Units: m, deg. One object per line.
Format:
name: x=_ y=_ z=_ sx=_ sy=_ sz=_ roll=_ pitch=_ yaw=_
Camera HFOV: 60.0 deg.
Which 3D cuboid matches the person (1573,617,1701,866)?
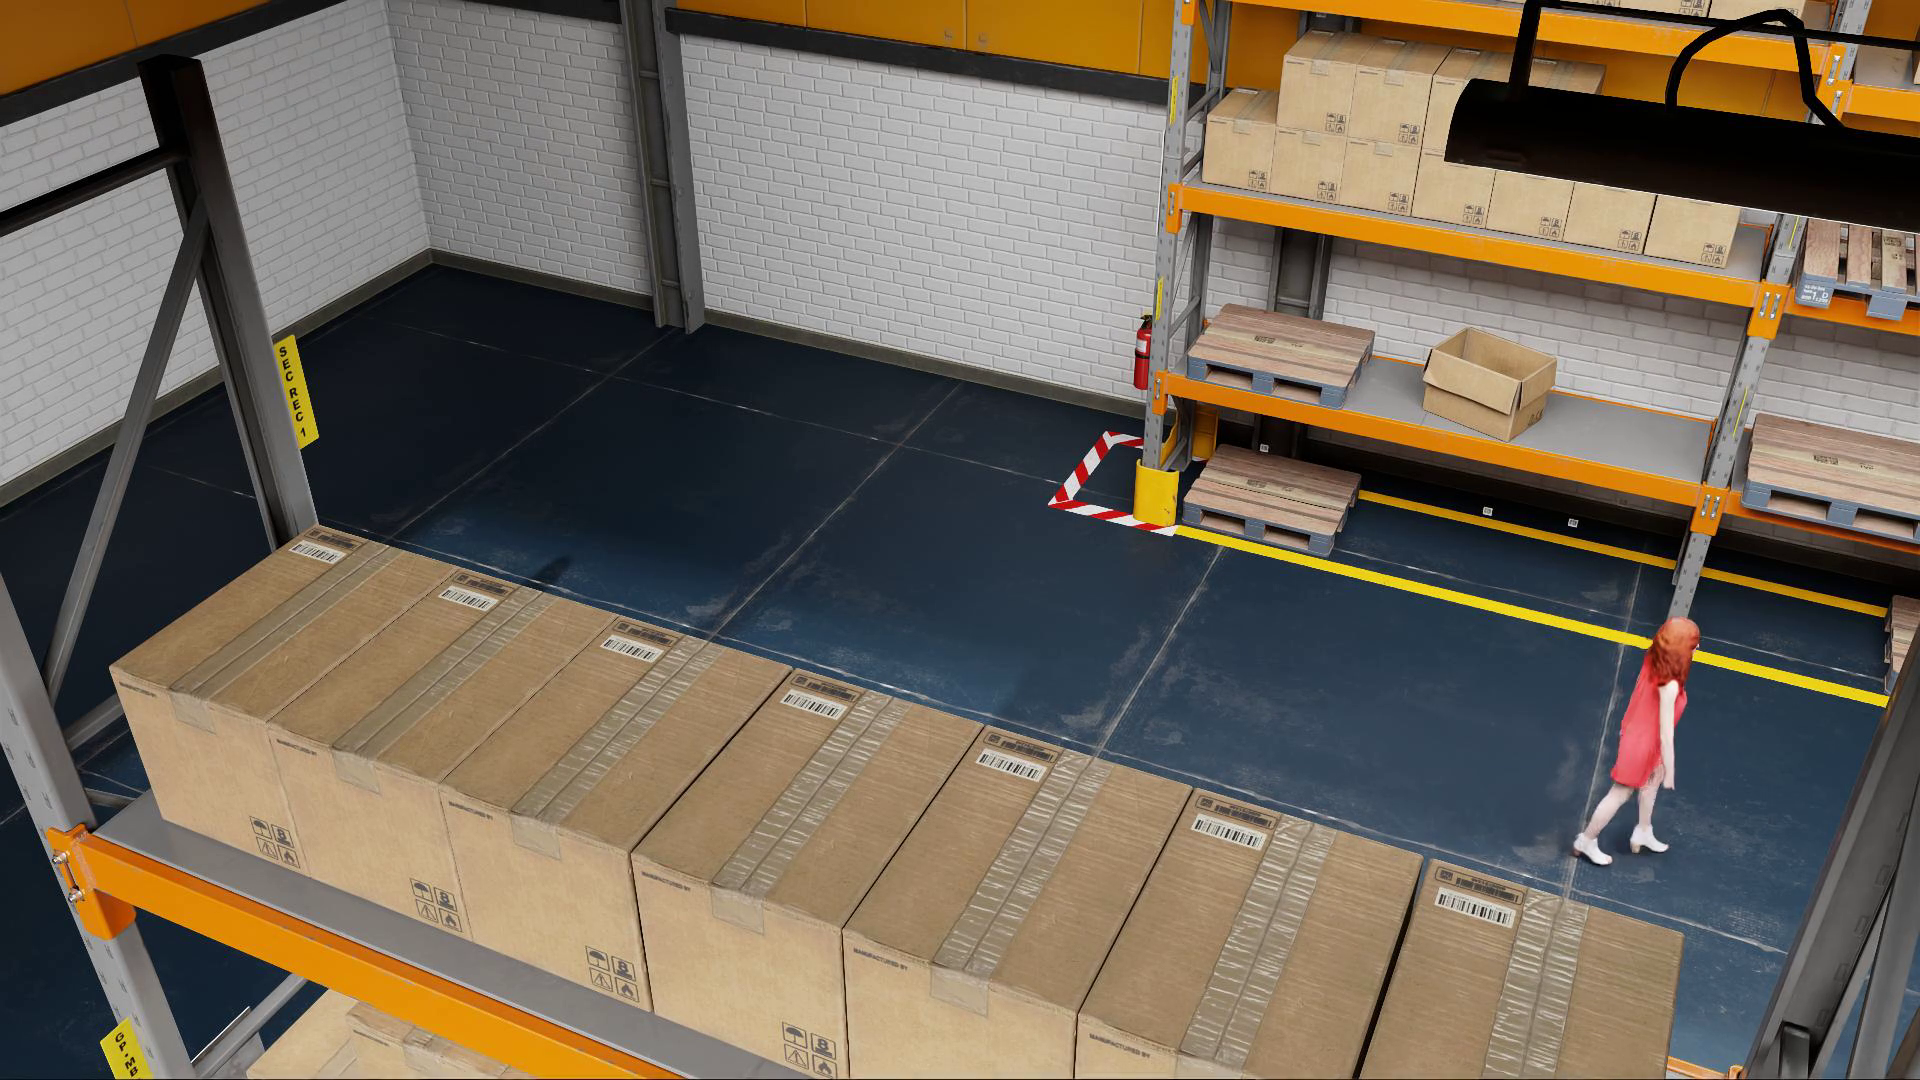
person: x=3.869 y=1.192 z=9.675 sx=0.879 sy=1.806 sz=0.739 roll=5 pitch=34 yaw=8
